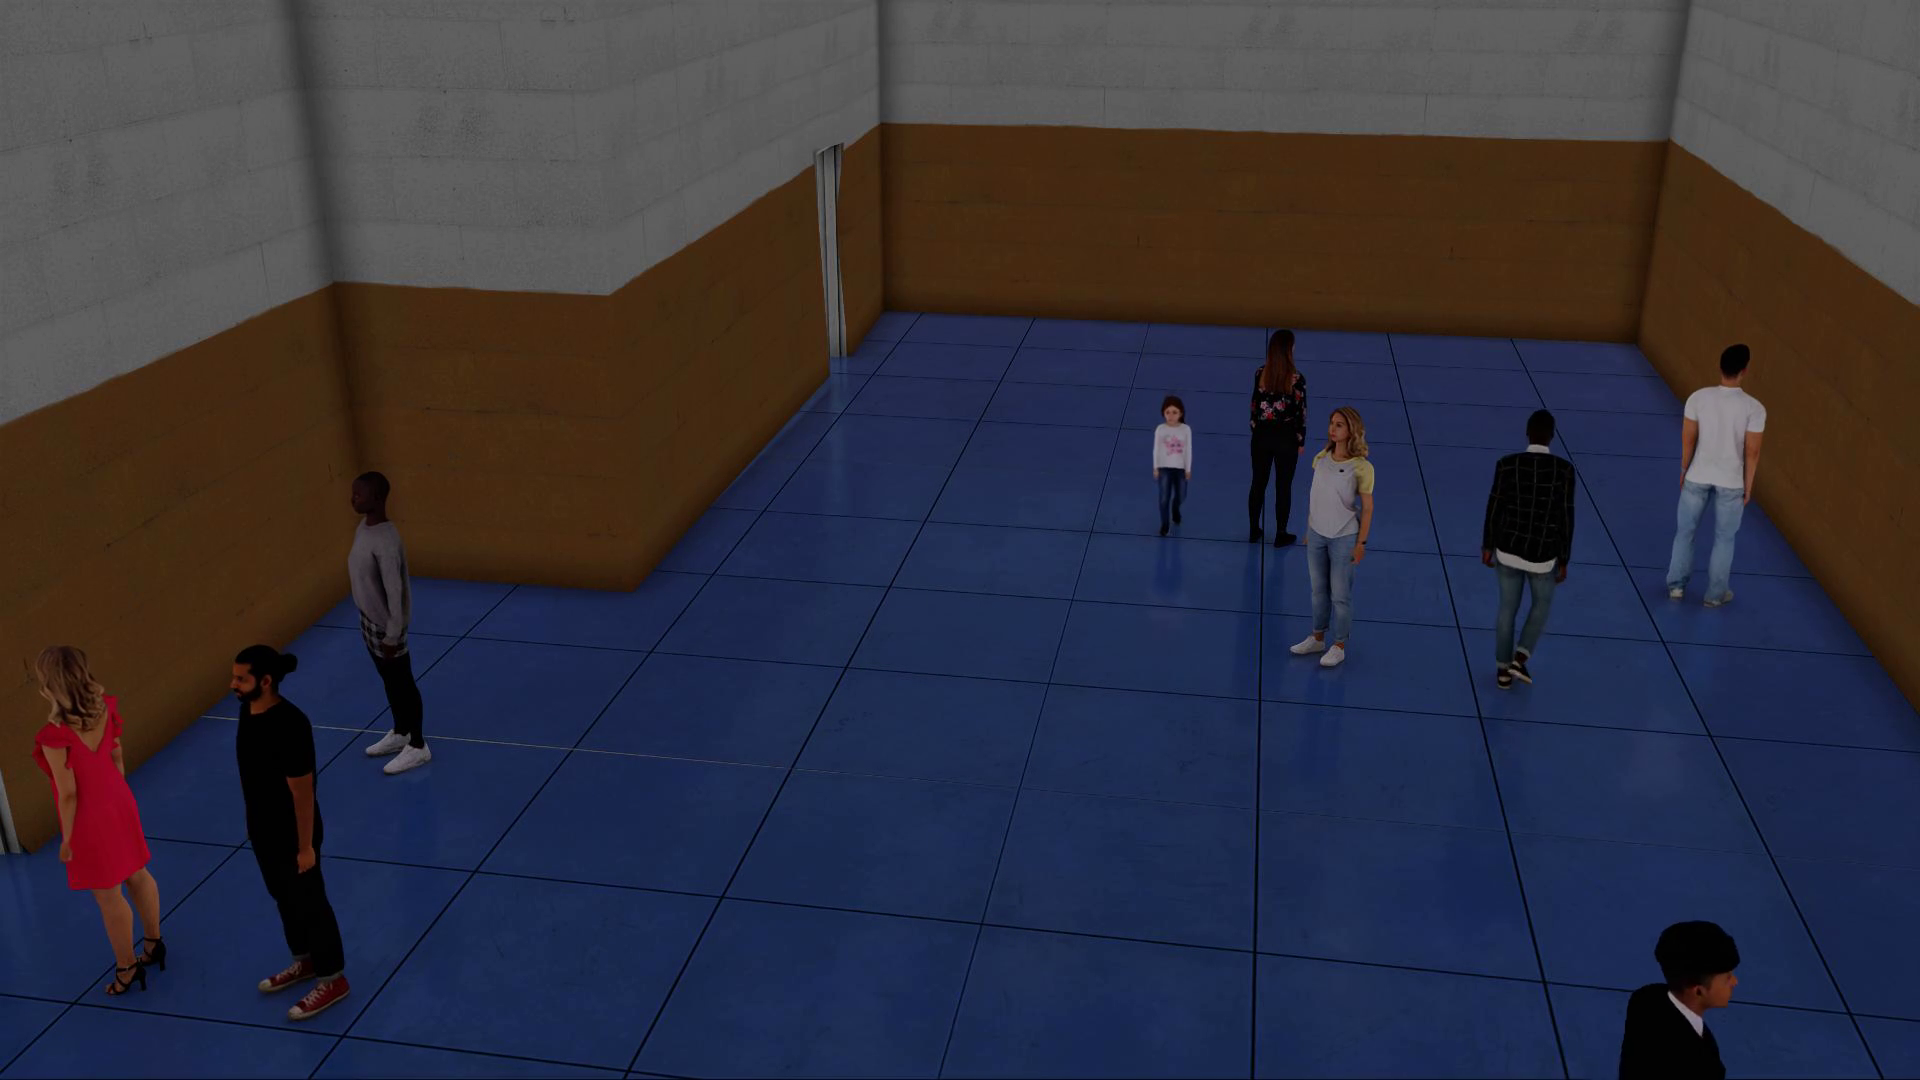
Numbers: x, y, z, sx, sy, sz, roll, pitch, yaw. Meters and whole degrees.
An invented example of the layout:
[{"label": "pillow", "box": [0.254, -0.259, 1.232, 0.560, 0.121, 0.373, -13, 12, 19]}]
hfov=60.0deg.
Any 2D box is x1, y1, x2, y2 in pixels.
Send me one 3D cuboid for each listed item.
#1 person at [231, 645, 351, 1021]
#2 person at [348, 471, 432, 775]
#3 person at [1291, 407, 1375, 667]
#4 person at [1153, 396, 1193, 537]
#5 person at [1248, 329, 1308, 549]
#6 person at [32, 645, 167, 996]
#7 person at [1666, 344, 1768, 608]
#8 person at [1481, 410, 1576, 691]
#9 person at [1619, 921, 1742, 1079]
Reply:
[{"label": "person", "box": [-2.988, 1.264, 7.399, 0.698, 1.759, 0.793, 18, 28, 38]}, {"label": "person", "box": [-3.236, 0.450, 9.408, 0.752, 1.772, 0.684, -16, 27, -34]}, {"label": "person", "box": [2.404, -0.027, 10.642, 0.772, 1.723, 0.693, -17, 28, -36]}, {"label": "person", "box": [1.649, -0.593, 12.904, 0.512, 1.101, 0.513, 3, 22, 7]}, {"label": "person", "box": [2.386, -0.774, 12.573, 0.568, 1.683, 0.707, 13, 25, 30]}, {"label": "person", "box": [-3.861, 1.249, 7.478, 0.549, 1.728, 0.578, 5, 23, 13]}, {"label": "person", "box": [5.231, -0.444, 11.507, 0.667, 1.865, 0.812, 15, 27, 34]}, {"label": "person", "box": [3.466, 0.109, 10.204, 0.747, 1.811, 0.838, 10, 24, 23]}, {"label": "person", "box": [2.127, 2.034, 5.337, 0.993, 1.868, 0.787, 7, 23, 16]}]
